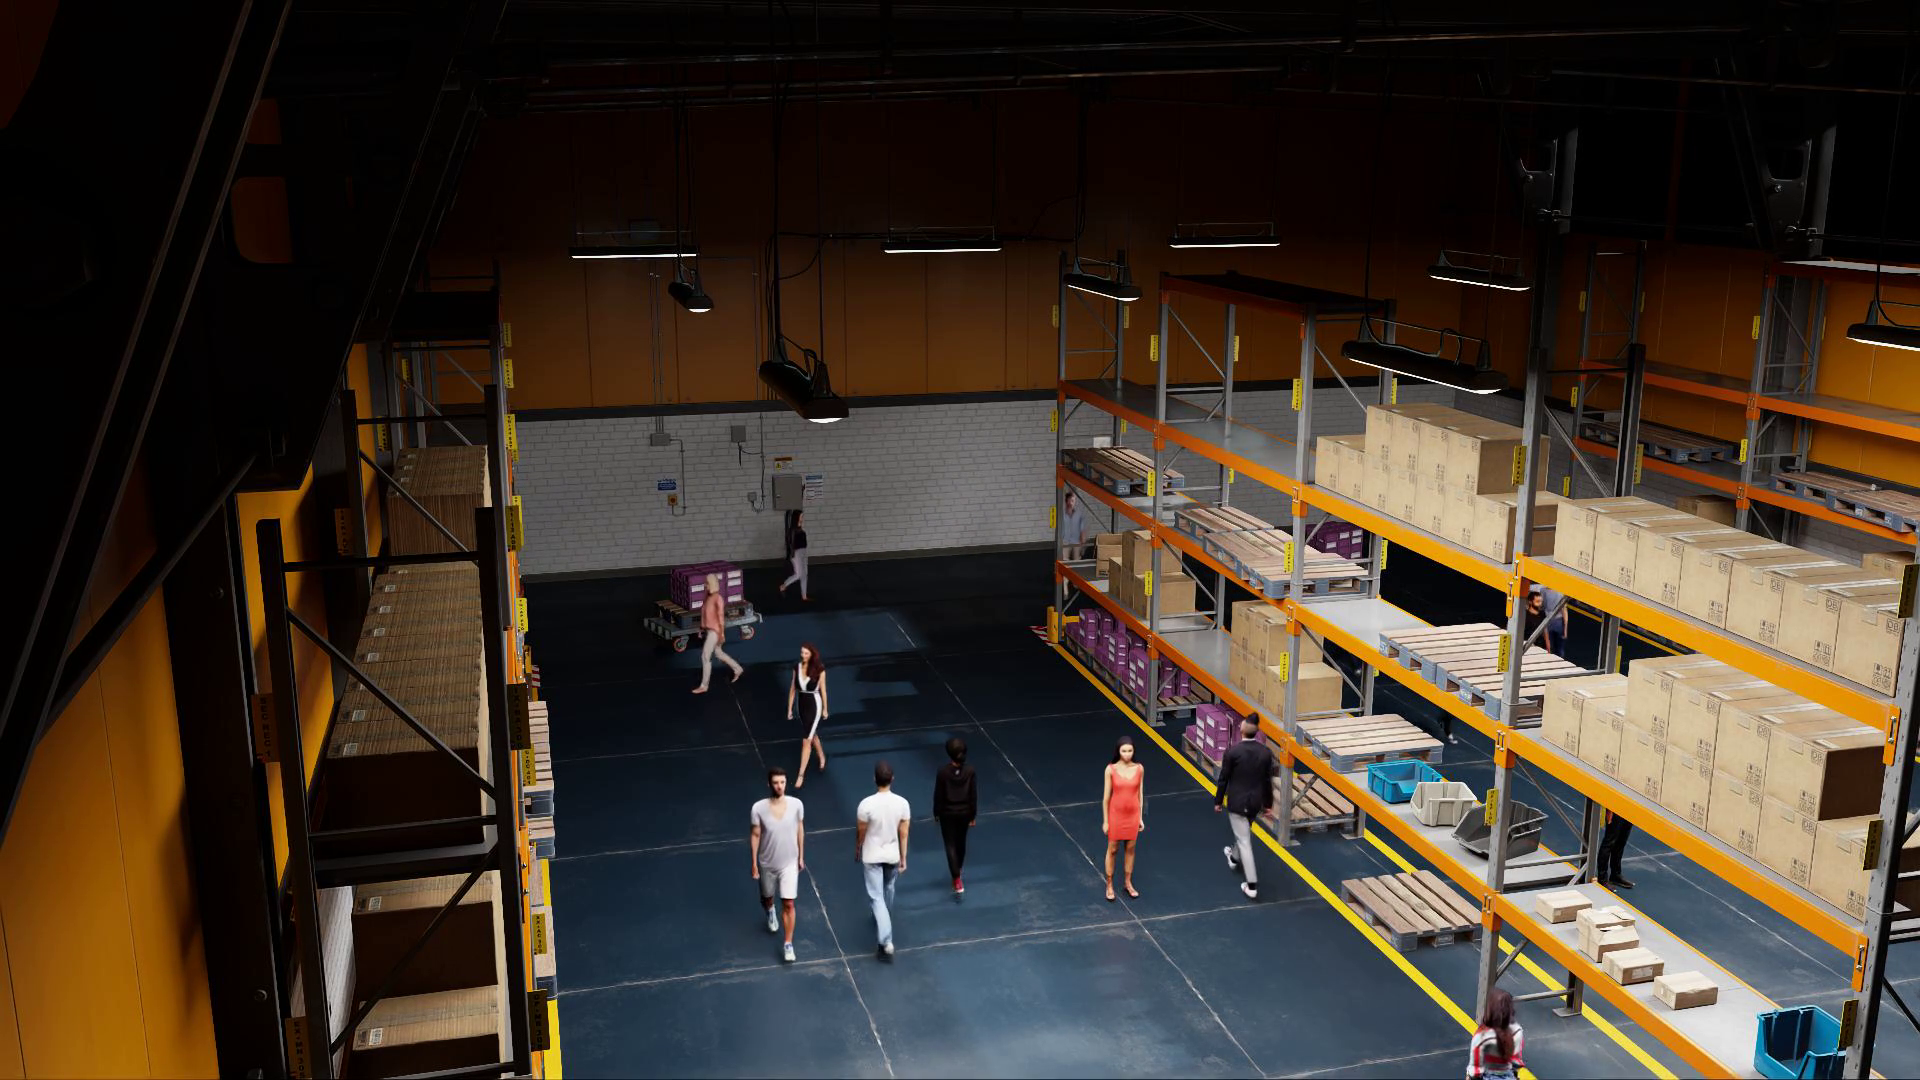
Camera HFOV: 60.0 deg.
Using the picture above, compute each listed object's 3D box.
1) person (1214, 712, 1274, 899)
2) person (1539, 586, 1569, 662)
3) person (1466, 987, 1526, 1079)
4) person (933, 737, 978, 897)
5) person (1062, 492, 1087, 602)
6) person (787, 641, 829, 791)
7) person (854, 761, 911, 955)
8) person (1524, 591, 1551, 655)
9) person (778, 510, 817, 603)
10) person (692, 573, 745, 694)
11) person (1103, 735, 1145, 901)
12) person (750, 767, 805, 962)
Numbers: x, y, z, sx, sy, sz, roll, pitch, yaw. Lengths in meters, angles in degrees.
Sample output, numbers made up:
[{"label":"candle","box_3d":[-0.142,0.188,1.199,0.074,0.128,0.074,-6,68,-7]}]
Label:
[{"label":"person","box_3d":[2.962,2.737,17.088,0.742,1.895,1.185,-3,14,-14]},{"label":"person","box_3d":[8.389,1.253,23.655,0.948,1.689,1.033,8,16,31]},{"label":"person","box_3d":[3.973,4.067,12.204,0.642,1.609,0.596,-6,15,-22]},{"label":"person","box_3d":[-0.041,2.856,17.099,0.625,1.658,0.986,-3,14,-11]},{"label":"person","box_3d":[1.879,0.080,28.198,0.826,1.830,1.080,0,14,0]},{"label":"person","box_3d":[-1.791,2.081,20.109,1.042,1.749,1.171,6,15,22]},{"label":"person","box_3d":[-0.740,3.063,15.902,0.785,1.819,1.205,-6,15,-22]},{"label":"person","box_3d":[7.631,1.530,22.457,0.847,1.714,1.173,-8,16,-31]},{"label":"person","box_3d":[-2.755,0.283,27.858,0.876,1.595,0.902,2,14,10]},{"label":"person","box_3d":[-3.410,1.296,23.477,0.938,1.689,1.129,-10,17,-35]},{"label":"person","box_3d":[1.673,2.833,17.066,0.590,1.718,0.522,-3,14,-12]},{"label":"person","box_3d":[-1.770,3.044,15.978,0.694,1.821,1.198,-3,14,-13]}]
